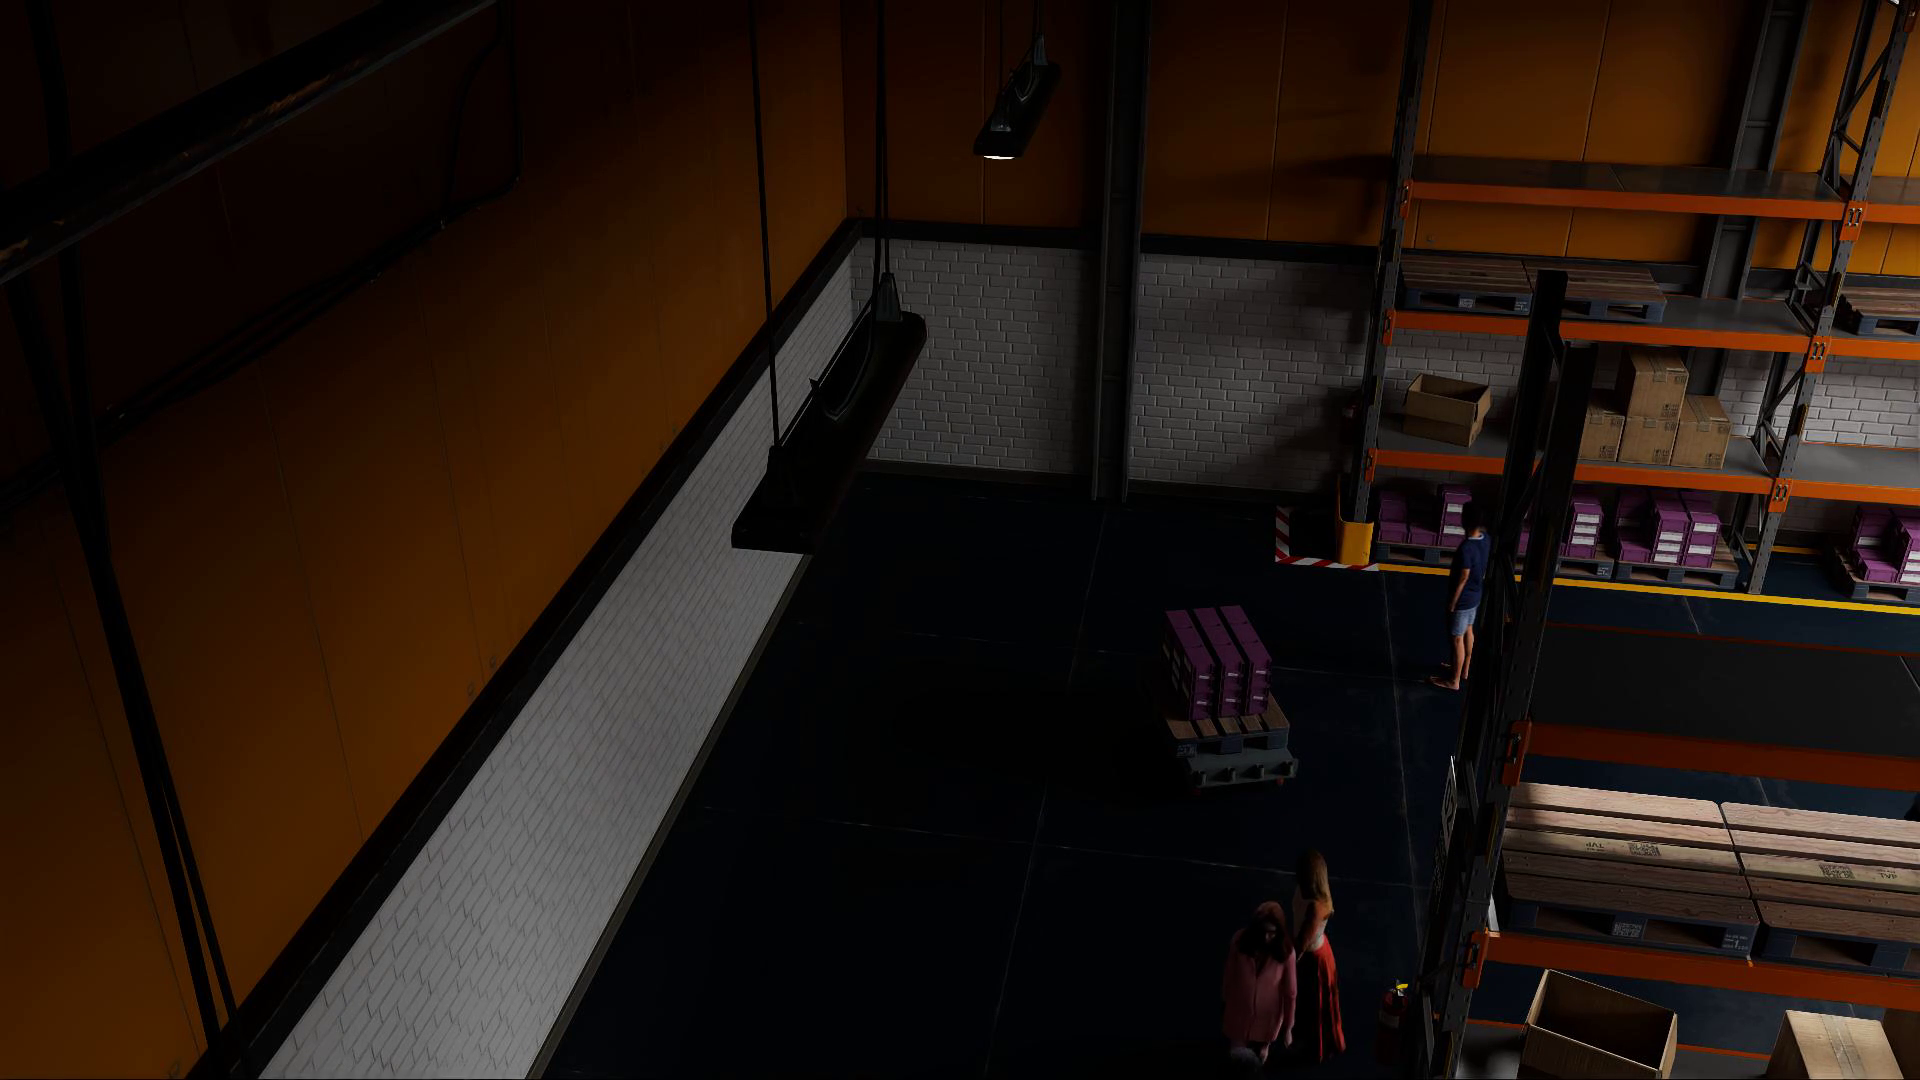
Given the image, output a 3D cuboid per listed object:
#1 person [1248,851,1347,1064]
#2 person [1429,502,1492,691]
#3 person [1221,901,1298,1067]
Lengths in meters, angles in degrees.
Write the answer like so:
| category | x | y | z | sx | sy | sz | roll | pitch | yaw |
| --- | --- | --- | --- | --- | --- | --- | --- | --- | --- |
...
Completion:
| category | x | y | z | sx | sy | sz | roll | pitch | yaw |
| --- | --- | --- | --- | --- | --- | --- | --- | --- | --- |
| person | 2.405 | 2.793 | 11.031 | 1.039 | 1.777 | 0.738 | -1 | 29 | -1 |
| person | 4.600 | 0.511 | 15.145 | 0.726 | 1.843 | 0.706 | 23 | 36 | 36 |
| person | 1.922 | 2.987 | 10.682 | 0.929 | 1.769 | 0.789 | 9 | 30 | 17 |
